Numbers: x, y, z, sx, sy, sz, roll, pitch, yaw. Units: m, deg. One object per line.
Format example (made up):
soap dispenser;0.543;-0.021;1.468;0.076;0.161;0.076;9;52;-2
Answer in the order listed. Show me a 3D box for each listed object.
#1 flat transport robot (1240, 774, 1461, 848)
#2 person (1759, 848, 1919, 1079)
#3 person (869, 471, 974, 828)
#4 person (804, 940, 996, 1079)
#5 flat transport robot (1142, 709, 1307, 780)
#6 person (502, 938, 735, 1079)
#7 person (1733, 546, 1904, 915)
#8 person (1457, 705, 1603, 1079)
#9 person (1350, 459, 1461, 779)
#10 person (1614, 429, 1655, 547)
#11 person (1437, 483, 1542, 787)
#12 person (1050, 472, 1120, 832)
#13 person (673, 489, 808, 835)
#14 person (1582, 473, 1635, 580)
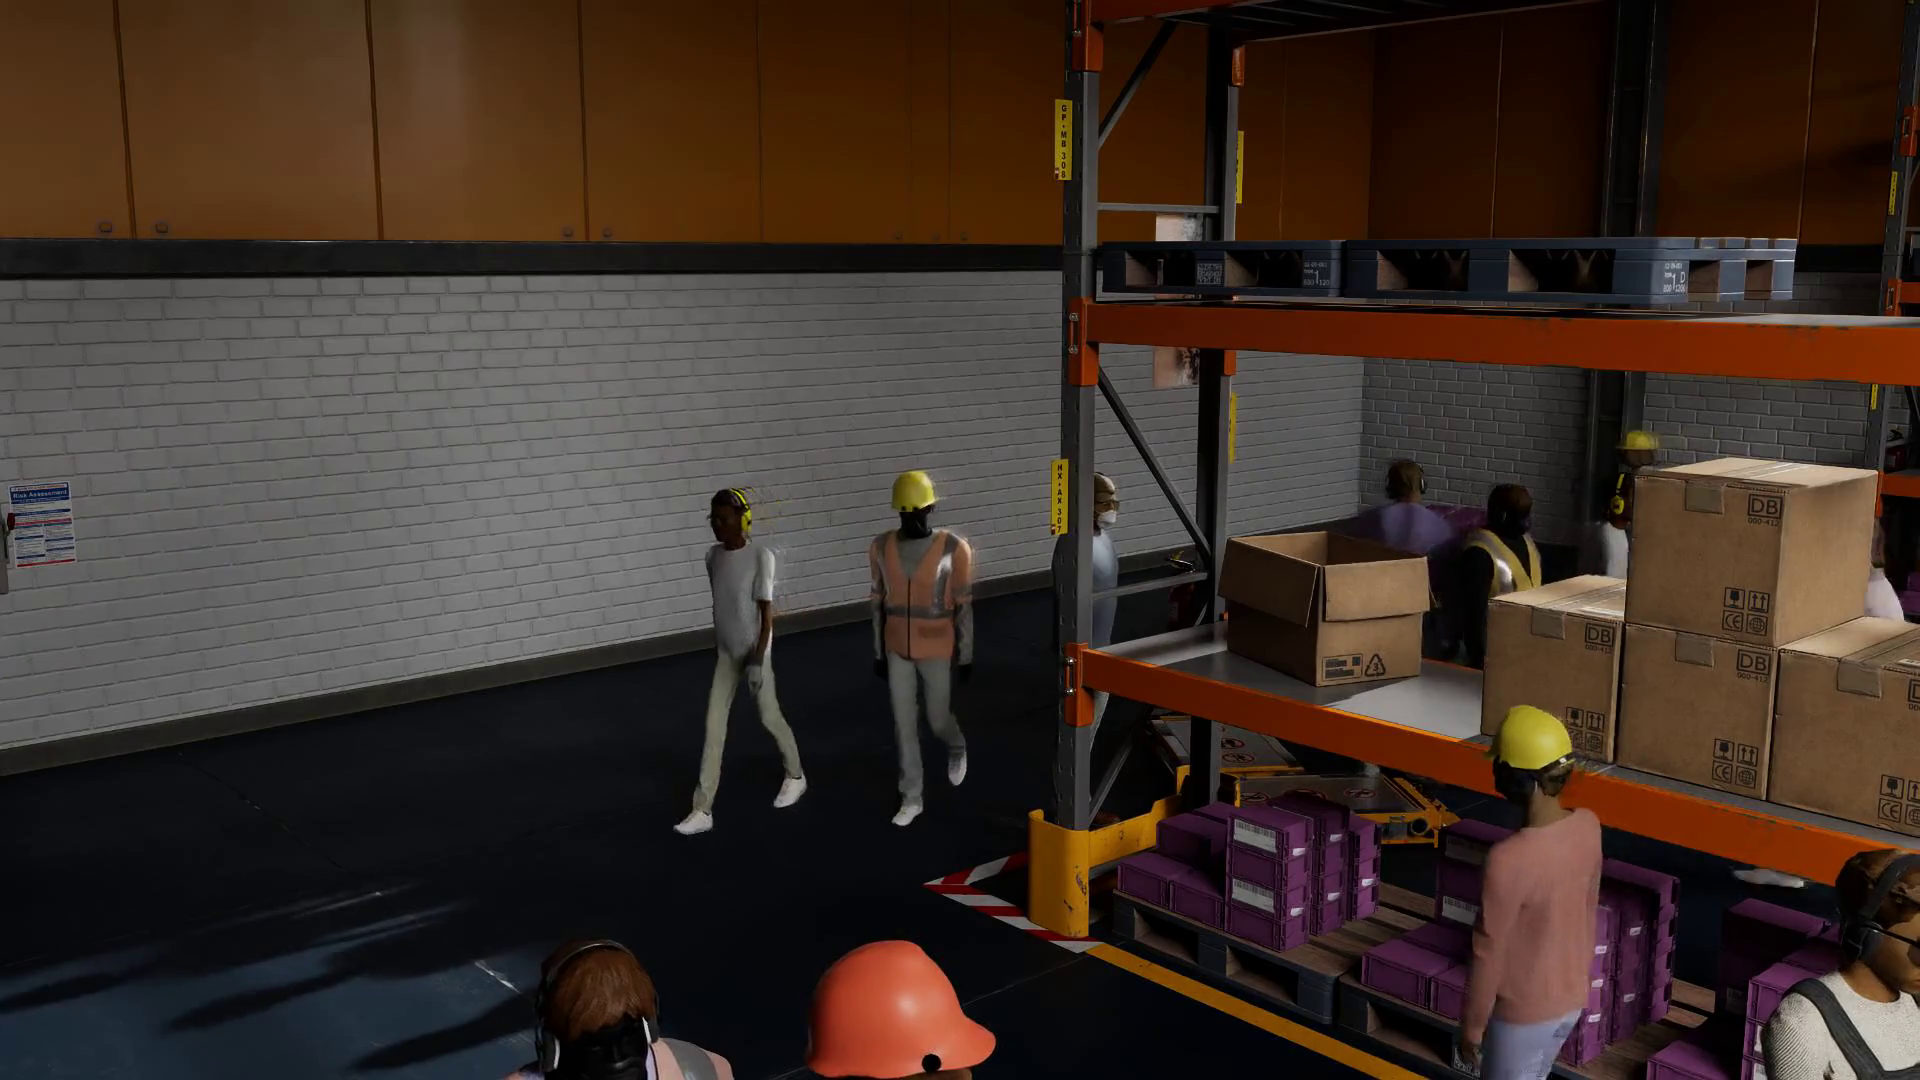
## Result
flat transport robot;1.882;1.424;8.714;1.431;0.197;0.652;-1;10;-5
person;1.867;1.531;3.506;0.506;1.841;0.346;-7;12;-35
person;-0.190;0.556;9.017;0.601;1.901;0.676;4;10;20
person;-0.115;1.601;2.795;0.347;1.943;0.545;2;10;11
flat transport robot;1.522;1.255;9.705;0.652;0.197;1.431;-1;10;-5
person;-0.643;1.606;3.059;0.633;1.841;0.429;-7;12;-36
person;4.001;0.820;7.614;0.889;1.866;0.639;4;10;21
person;1.666;1.343;4.835;0.549;1.753;0.401;-8;12;-37
person;2.551;0.478;9.589;0.676;1.876;0.955;6;11;29
person;5.287;-0.002;12.858;0.810;1.719;0.499;4;10;21
person;2.946;0.569;9.246;0.635;1.809;0.907;-8;13;-39
person;0.653;0.606;8.634;0.354;1.936;0.635;3;10;18
person;-1.155;0.621;8.914;0.535;1.822;1.000;6;11;30
person;3.680;0.505;9.591;0.979;1.825;0.536;5;11;28
